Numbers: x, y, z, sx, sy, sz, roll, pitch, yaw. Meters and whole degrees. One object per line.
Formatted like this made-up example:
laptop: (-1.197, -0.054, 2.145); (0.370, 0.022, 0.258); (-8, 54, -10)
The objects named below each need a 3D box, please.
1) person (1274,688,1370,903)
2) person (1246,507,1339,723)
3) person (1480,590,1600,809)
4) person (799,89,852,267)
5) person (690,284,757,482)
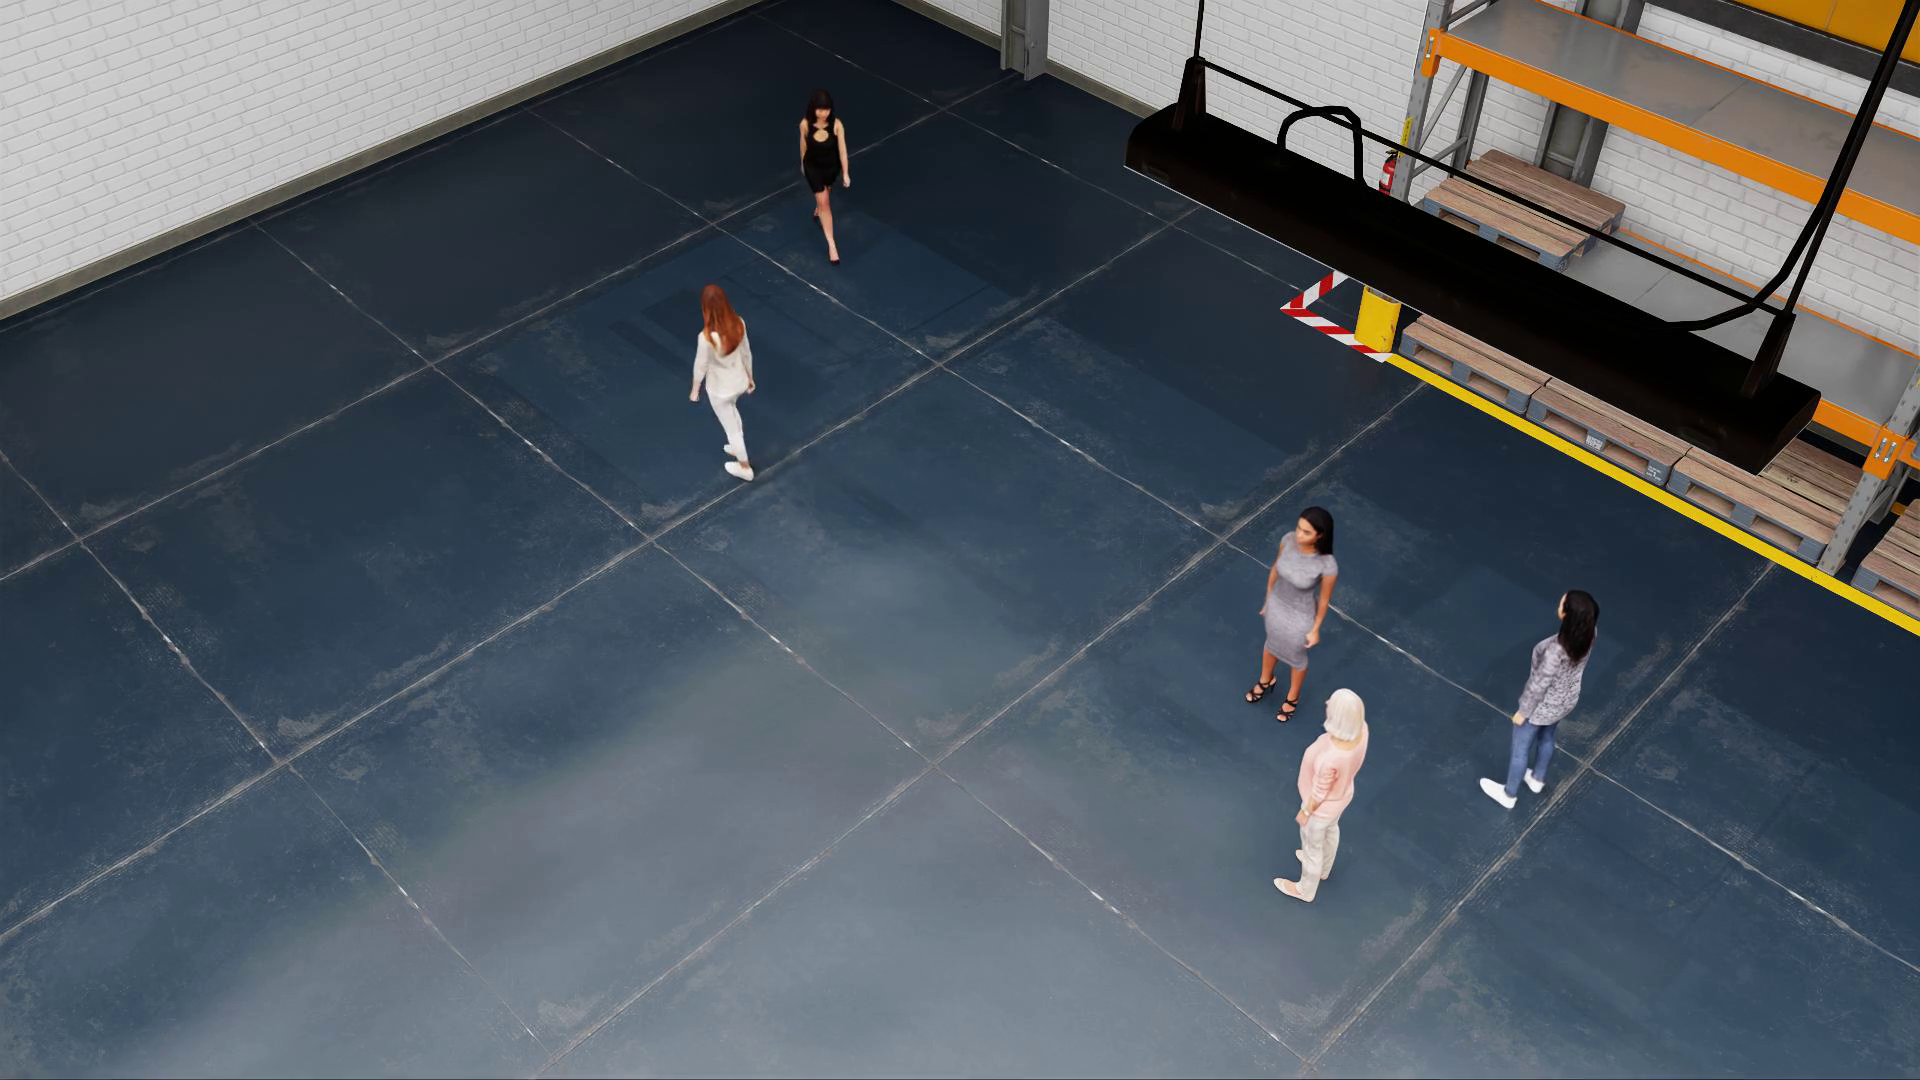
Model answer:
person: (2.107, 1.463, 9.540); (0.555, 1.725, 0.622); (29, 50, 27)
person: (2.121, 0.467, 10.546); (0.646, 1.781, 0.463); (-31, 52, -29)
person: (3.563, 0.967, 10.057); (0.650, 1.731, 0.578); (-26, 49, -25)
person: (-1.233, -3.293, 14.635); (0.976, 1.584, 1.184); (-6, 44, -7)
person: (-1.659, -1.105, 12.261); (0.668, 1.691, 0.631); (28, 50, 26)
